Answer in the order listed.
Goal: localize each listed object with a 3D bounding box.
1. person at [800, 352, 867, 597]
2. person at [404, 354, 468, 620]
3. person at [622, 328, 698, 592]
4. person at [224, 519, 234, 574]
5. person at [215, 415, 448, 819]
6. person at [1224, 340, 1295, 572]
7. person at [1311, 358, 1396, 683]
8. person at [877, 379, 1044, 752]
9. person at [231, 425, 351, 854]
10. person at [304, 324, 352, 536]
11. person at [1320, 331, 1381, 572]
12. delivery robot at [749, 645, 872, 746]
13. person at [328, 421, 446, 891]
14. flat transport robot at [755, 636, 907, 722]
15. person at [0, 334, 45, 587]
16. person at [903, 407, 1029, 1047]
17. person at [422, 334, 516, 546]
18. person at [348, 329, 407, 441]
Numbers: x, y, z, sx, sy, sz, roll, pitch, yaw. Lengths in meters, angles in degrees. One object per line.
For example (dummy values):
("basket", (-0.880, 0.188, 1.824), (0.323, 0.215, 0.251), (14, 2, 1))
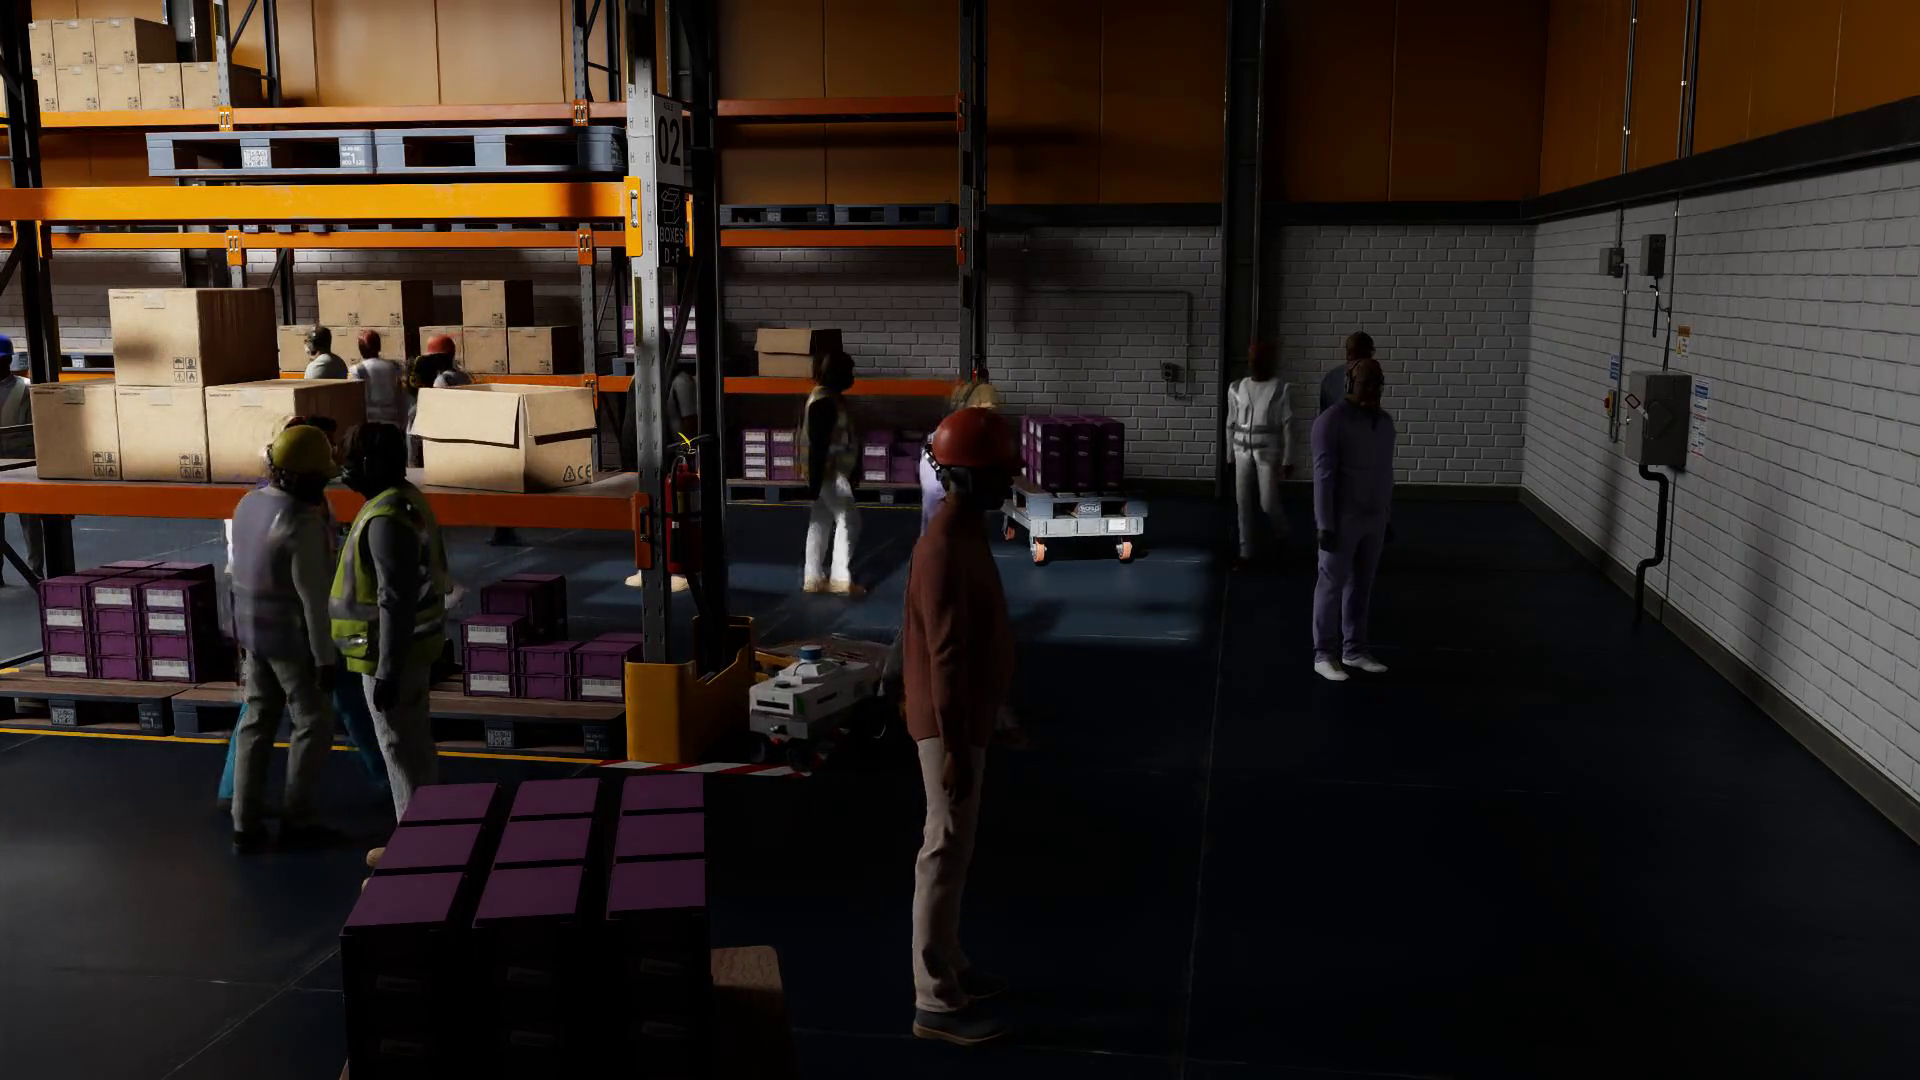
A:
("person", (-0.901, -0.484, 12.390), (0.645, 1.818, 0.638), (0, 9, -1))
("person", (-3.641, -0.347, 11.415), (0.428, 1.856, 0.520), (2, 9, 13))
("person", (-2.301, -0.628, 12.579), (0.688, 2.000, 0.536), (7, 11, 37))
("person", (-5.737, -0.706, 13.248), (0.671, 1.984, 0.536), (-3, 10, -17))
("person", (-2.851, 0.348, 7.310), (0.988, 1.791, 0.588), (0, 9, 2))
("person", (2.445, -0.687, 13.490), (0.583, 1.866, 0.653), (6, 11, 33))
("person", (2.365, -0.124, 9.882), (0.643, 1.905, 0.399), (-7, 11, -36))
("person", (-0.053, 0.123, 8.436), (0.961, 1.891, 0.659), (6, 11, 34))
("person", (-2.841, 0.414, 6.927), (0.632, 1.789, 0.513), (7, 12, 38))
("person", (-5.794, -1.001, 15.216), (0.373, 1.940, 0.628), (0, 9, 0))
("person", (3.149, -0.704, 13.371), (0.354, 1.936, 0.635), (-5, 11, -30))
("delivery robot", (-0.736, 0.766, 8.239), (0.477, 0.478, 0.707), (5, 10, 27))
("person", (-2.221, 0.454, 6.482), (0.428, 1.842, 0.631), (-2, 9, -14))
("flat transport robot", (-0.571, 0.757, 9.459), (1.431, 0.197, 0.652), (9, 13, 43))
("person", (-7.263, -0.599, 12.681), (0.604, 1.949, 0.389), (-3, 10, -21))
("person", (0.017, 0.573, 5.269), (0.396, 1.993, 0.618), (1, 9, 4))
("person", (-4.398, -0.869, 14.603), (1.045, 1.877, 0.552), (1, 9, 5))
("person", (-5.583, -1.078, 15.899), (0.414, 1.868, 0.611), (7, 12, 39))
